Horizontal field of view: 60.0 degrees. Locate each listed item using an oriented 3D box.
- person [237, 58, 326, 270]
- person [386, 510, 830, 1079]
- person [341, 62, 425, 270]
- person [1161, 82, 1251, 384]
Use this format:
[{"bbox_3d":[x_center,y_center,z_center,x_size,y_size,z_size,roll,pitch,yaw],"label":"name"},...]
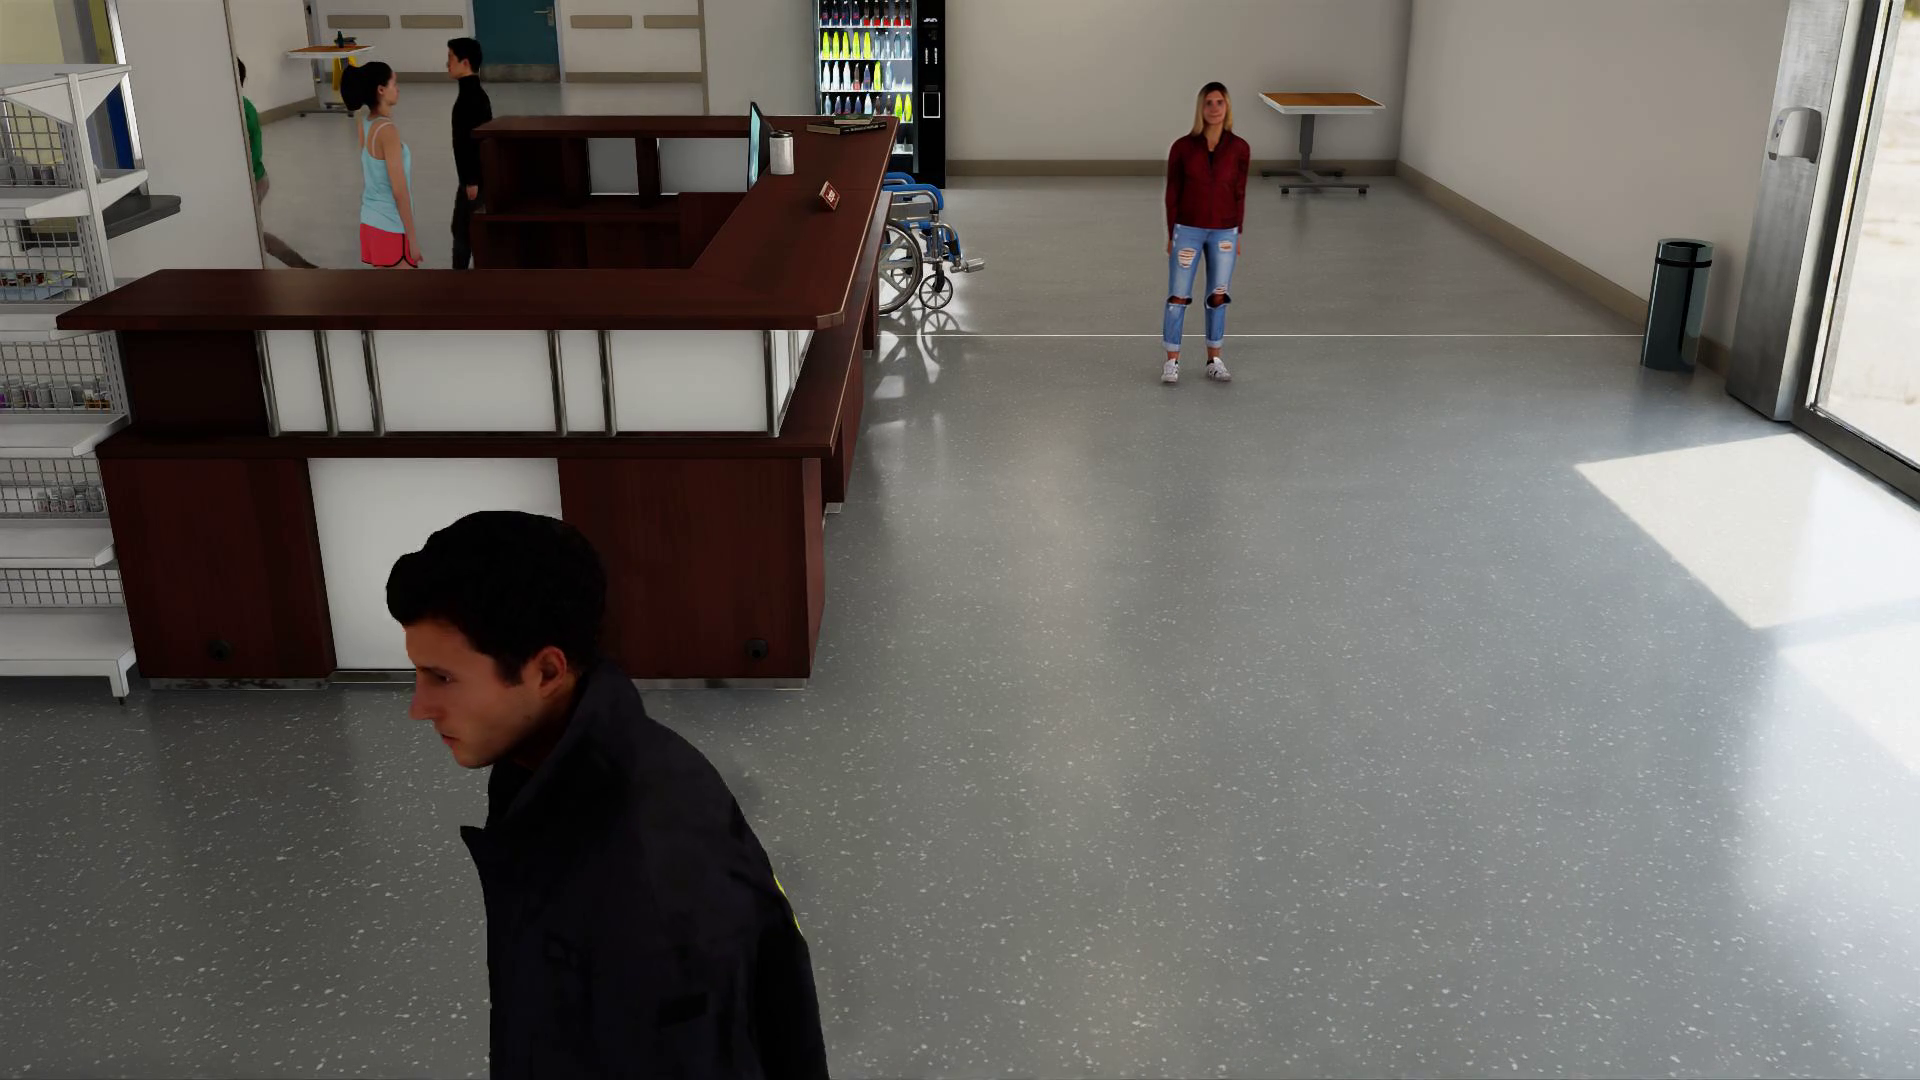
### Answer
[{"bbox_3d":[-4.499,-2.271,10.701,0.946,1.636,0.711,-5,21,-14],"label":"person"},{"bbox_3d":[-0.250,0.839,2.127,1.217,1.893,1.091,-13,25,-31],"label":"person"},{"bbox_3d":[-3.019,-1.624,8.812,0.711,1.764,0.659,-17,27,-38],"label":"person"},{"bbox_3d":[1.348,-1.683,9.150,0.467,1.634,0.665,-1,21,-3],"label":"person"}]
